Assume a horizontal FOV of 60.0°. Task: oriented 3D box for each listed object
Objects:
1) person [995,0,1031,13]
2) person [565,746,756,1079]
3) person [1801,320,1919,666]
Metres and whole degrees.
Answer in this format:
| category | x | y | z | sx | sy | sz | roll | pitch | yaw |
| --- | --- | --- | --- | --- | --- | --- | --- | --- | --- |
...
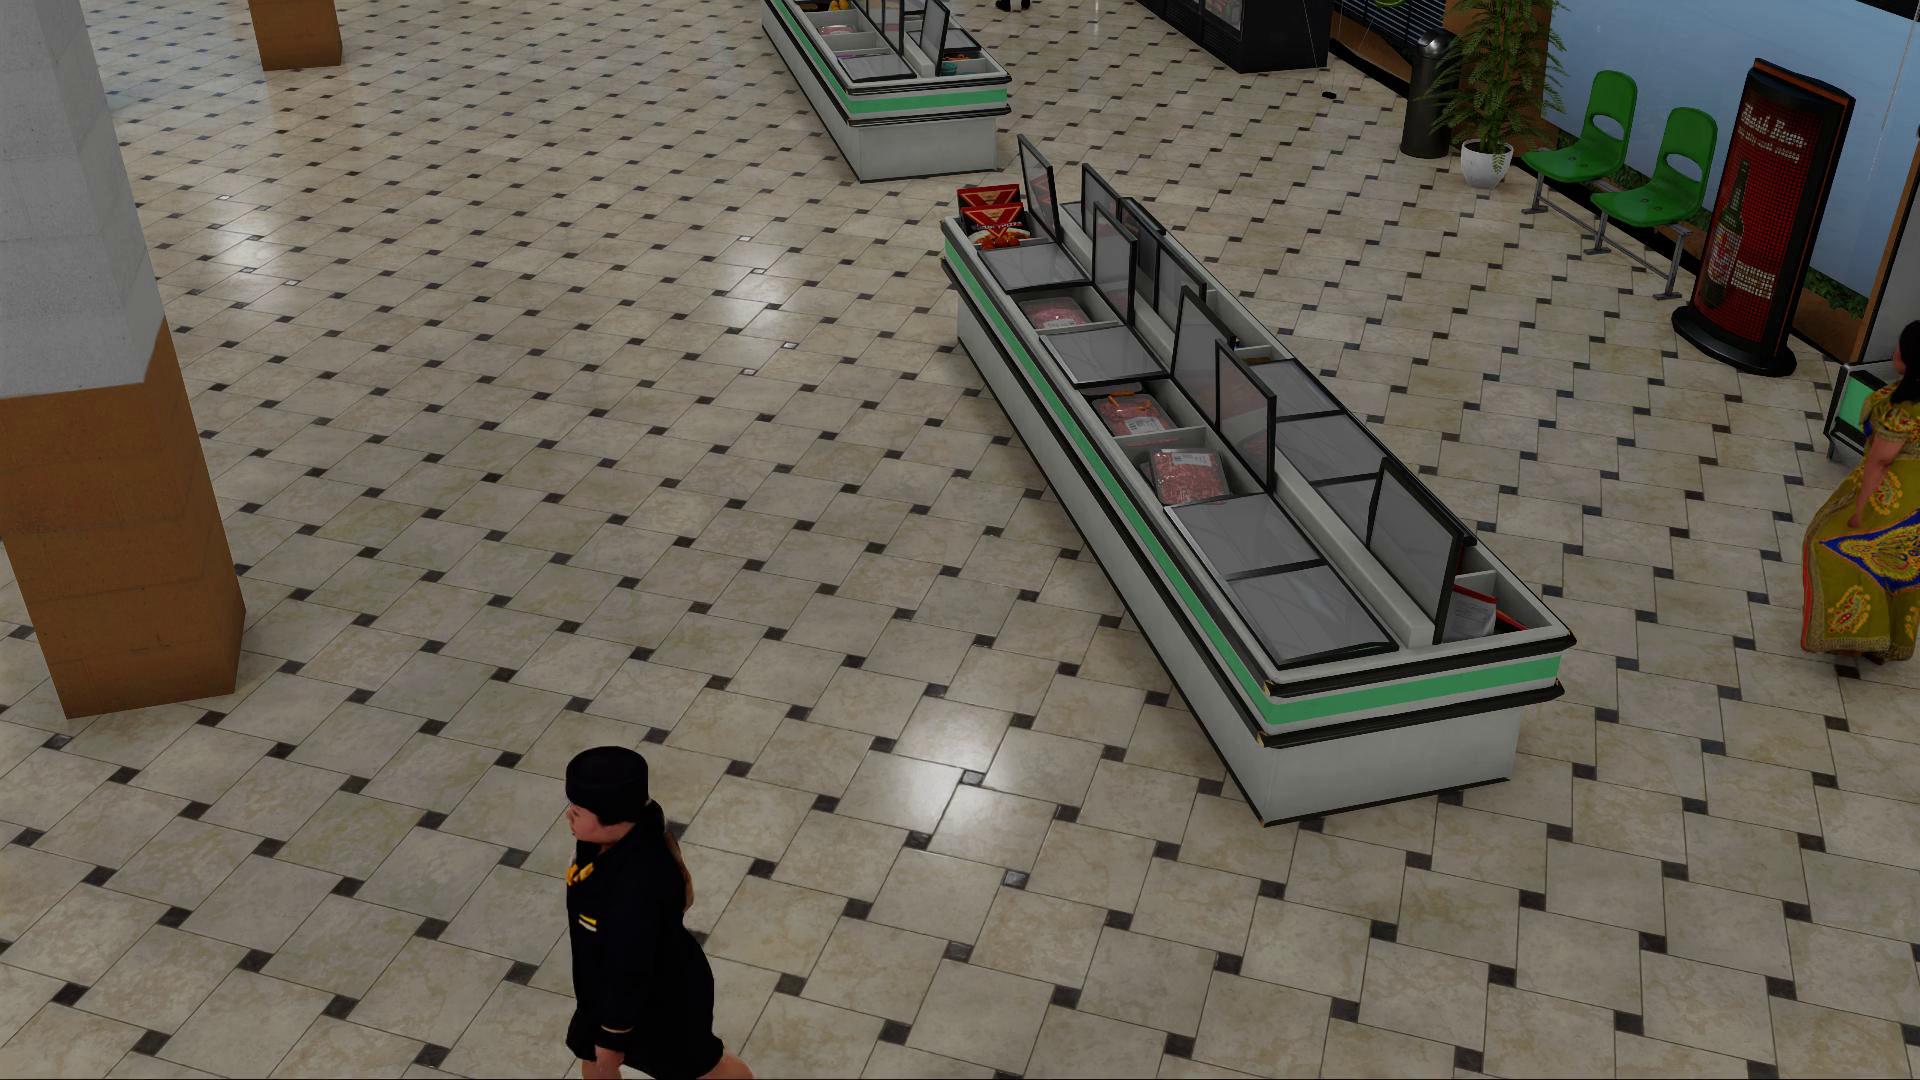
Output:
| category | x | y | z | sx | sy | sz | roll | pitch | yaw |
| --- | --- | --- | --- | --- | --- | --- | --- | --- | --- |
| person | 0.557 | -6.391 | 17.148 | 0.643 | 1.790 | 0.501 | -8 | 33 | -13 |
| person | -0.843 | 1.318 | 4.906 | 0.838 | 1.634 | 1.015 | -12 | 34 | -18 |
| person | 4.106 | -0.167 | 7.288 | 0.842 | 1.638 | 0.820 | -16 | 35 | -23 |
